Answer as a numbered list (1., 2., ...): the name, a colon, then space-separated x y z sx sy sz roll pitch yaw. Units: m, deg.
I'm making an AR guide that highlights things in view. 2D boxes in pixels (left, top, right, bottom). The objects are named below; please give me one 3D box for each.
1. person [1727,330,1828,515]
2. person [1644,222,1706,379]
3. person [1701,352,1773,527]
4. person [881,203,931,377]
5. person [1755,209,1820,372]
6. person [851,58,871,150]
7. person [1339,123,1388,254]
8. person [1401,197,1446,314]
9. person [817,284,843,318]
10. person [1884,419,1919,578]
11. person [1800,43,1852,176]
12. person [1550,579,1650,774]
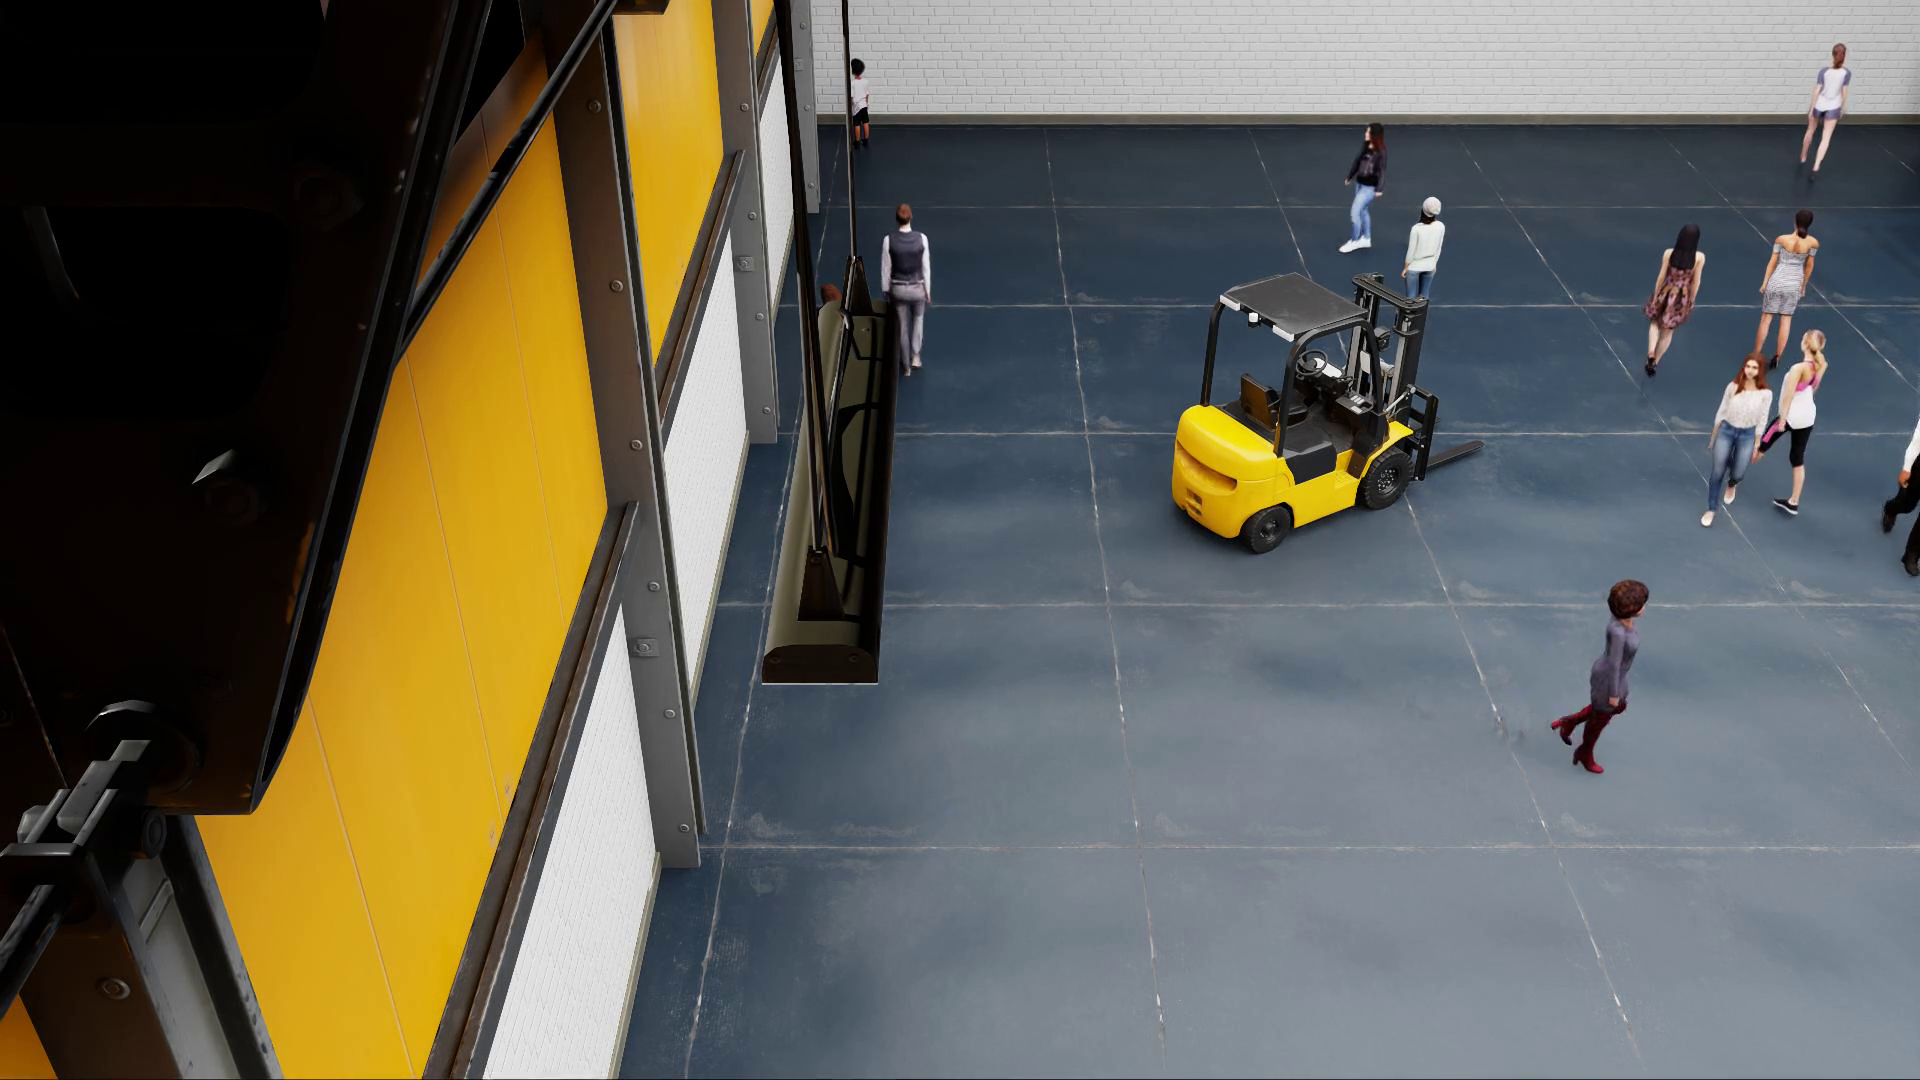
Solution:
1. person: 7.804 -1.051 15.411 0.913 1.736 1.232 -13 36 -18
2. person: 7.509 -2.479 17.534 0.796 1.763 0.875 14 36 20
3. person: 7.148 -0.959 15.288 0.822 1.718 0.930 20 39 27
4. person: -0.552 -2.603 17.577 0.686 1.921 0.612 -2 34 -3
5. person: 8.798 -2.668 17.765 0.659 1.822 0.619 9 35 13
6. person: -1.429 -6.185 23.564 0.574 1.259 0.618 -22 39 -29
7. person: 5.074 -4.348 20.477 0.783 1.618 0.727 -8 34 -11
8. person: 5.128 -3.046 18.494 0.618 1.645 0.587 -9 35 -13
9. person: -1.274 -1.913 16.919 0.748 1.501 0.685 27 42 34
10. person: 8.590 -0.673 14.733 0.947 1.856 1.255 10 35 15
11. person: 11.772 -5.824 22.592 0.945 1.733 1.158 18 38 25
12. person: 4.734 1.011 12.340 0.821 1.700 0.776 18 38 25
